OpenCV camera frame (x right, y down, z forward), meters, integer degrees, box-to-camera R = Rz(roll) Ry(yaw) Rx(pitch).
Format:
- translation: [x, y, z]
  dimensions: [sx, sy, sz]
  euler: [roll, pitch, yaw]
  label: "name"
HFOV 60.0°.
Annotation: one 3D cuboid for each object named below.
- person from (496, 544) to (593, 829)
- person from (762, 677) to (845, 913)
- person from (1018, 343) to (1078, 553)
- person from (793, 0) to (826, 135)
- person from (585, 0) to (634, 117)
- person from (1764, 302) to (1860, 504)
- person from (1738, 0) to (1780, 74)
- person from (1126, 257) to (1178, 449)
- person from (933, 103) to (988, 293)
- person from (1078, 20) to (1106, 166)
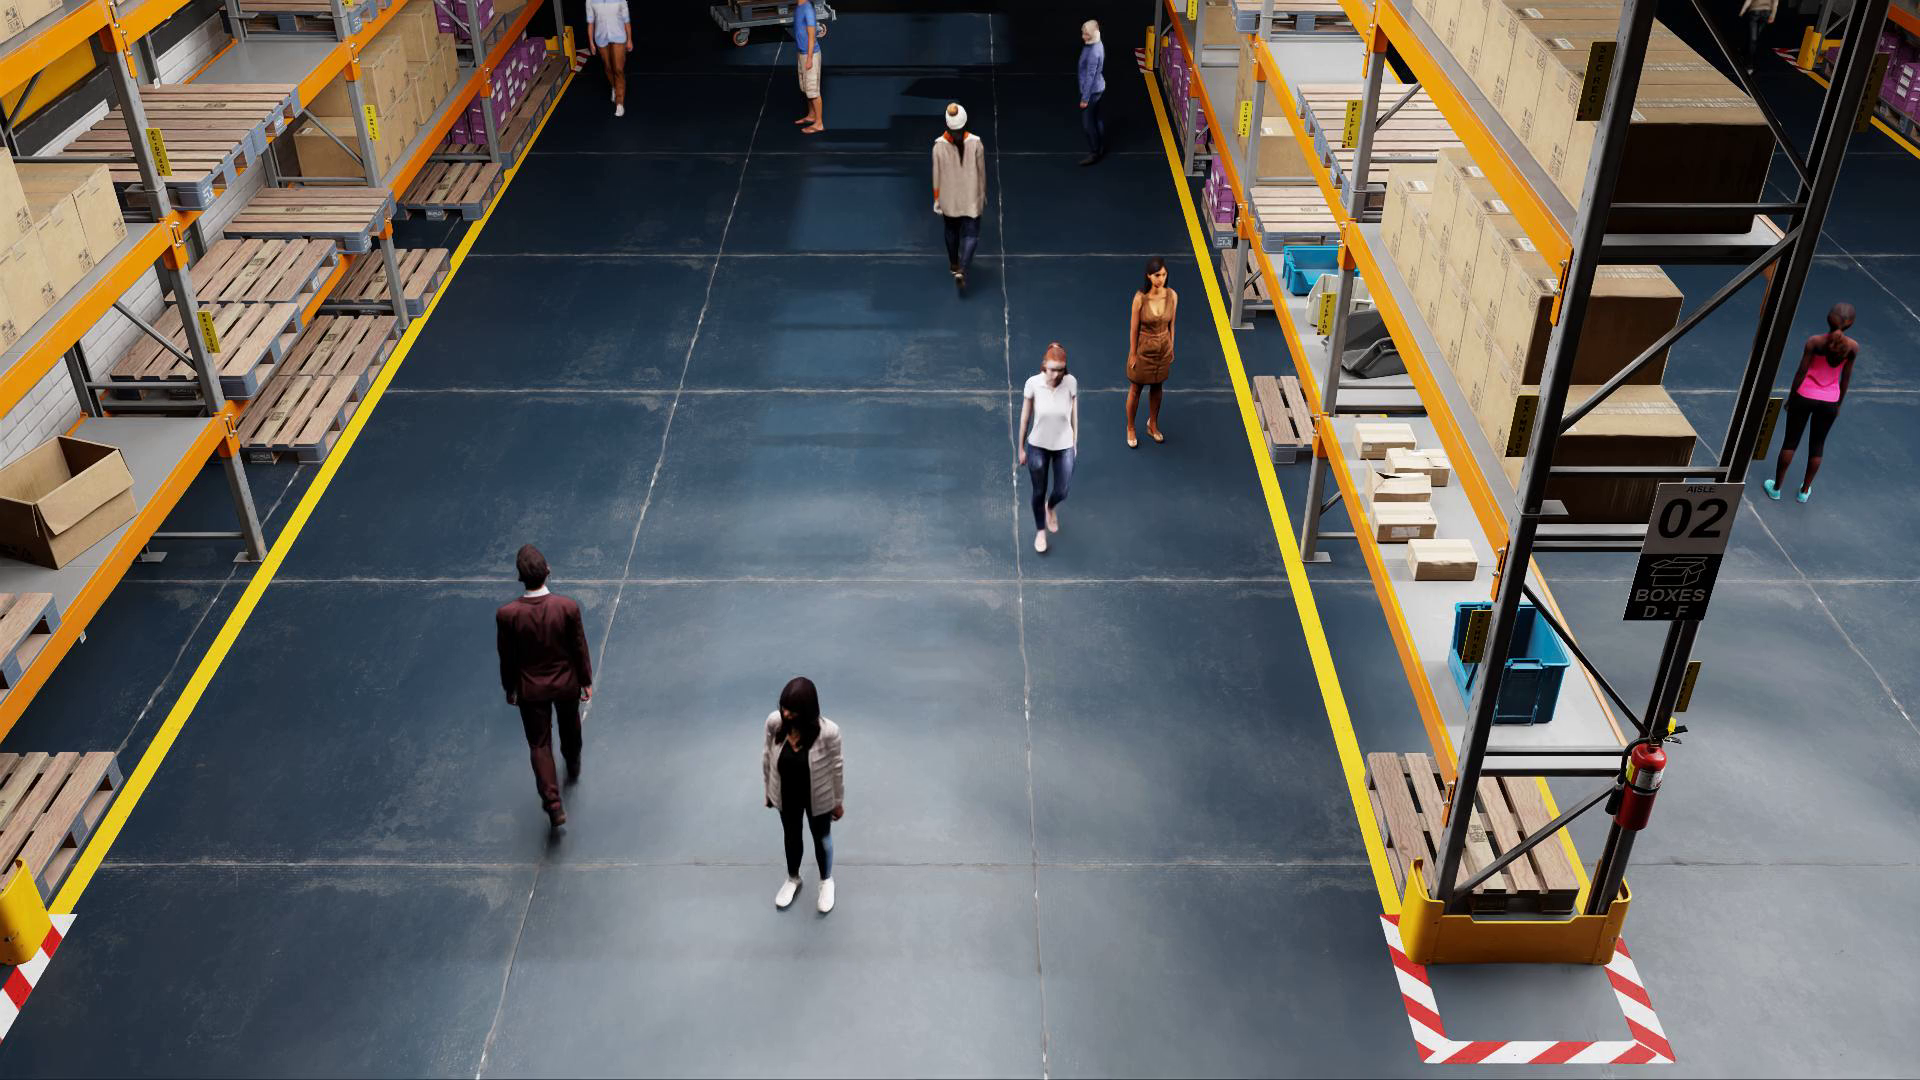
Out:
- translation: [-2.482, 0.902, 10.030]
  dimensions: [0.934, 1.836, 1.260]
  euler: [-10, 35, -15]
  label: "person"
- translation: [-0.881, 1.417, 9.437]
  dimensions: [0.662, 1.636, 0.617]
  euler: [7, 34, 10]
  label: "person"
- translation: [0.677, -0.739, 12.600]
  dimensions: [0.607, 1.725, 0.656]
  euler: [-1, 34, -1]
  label: "person"
- translation: [-1.854, -5.936, 20.295]
  dimensions: [0.772, 1.862, 0.605]
  euler: [-11, 35, -15]
  label: "person"
- translation: [-4.401, -6.326, 20.955]
  dimensions: [0.693, 1.780, 1.151]
  euler: [-1, 34, -1]
  label: "person"
- translation: [6.748, -1.085, 13.123]
  dimensions: [0.625, 1.722, 0.638]
  euler: [10, 35, 15]
  label: "person"
- translation: [10.717, -6.986, 22.264]
  dimensions: [0.566, 1.431, 0.976]
  euler: [-1, 34, -2]
  label: "person"
- translation: [1.590, -1.570, 13.881]
  dimensions: [0.624, 1.690, 0.617]
  euler: [-12, 35, -17]
  label: "person"
- translation: [-0.011, -3.386, 16.458]
  dimensions: [0.846, 1.862, 1.163]
  euler: [7, 34, 11]
  label: "person"
- translation: [1.595, -5.259, 19.412]
  dimensions: [0.937, 1.712, 0.618]
  euler: [14, 36, 20]
  label: "person"
